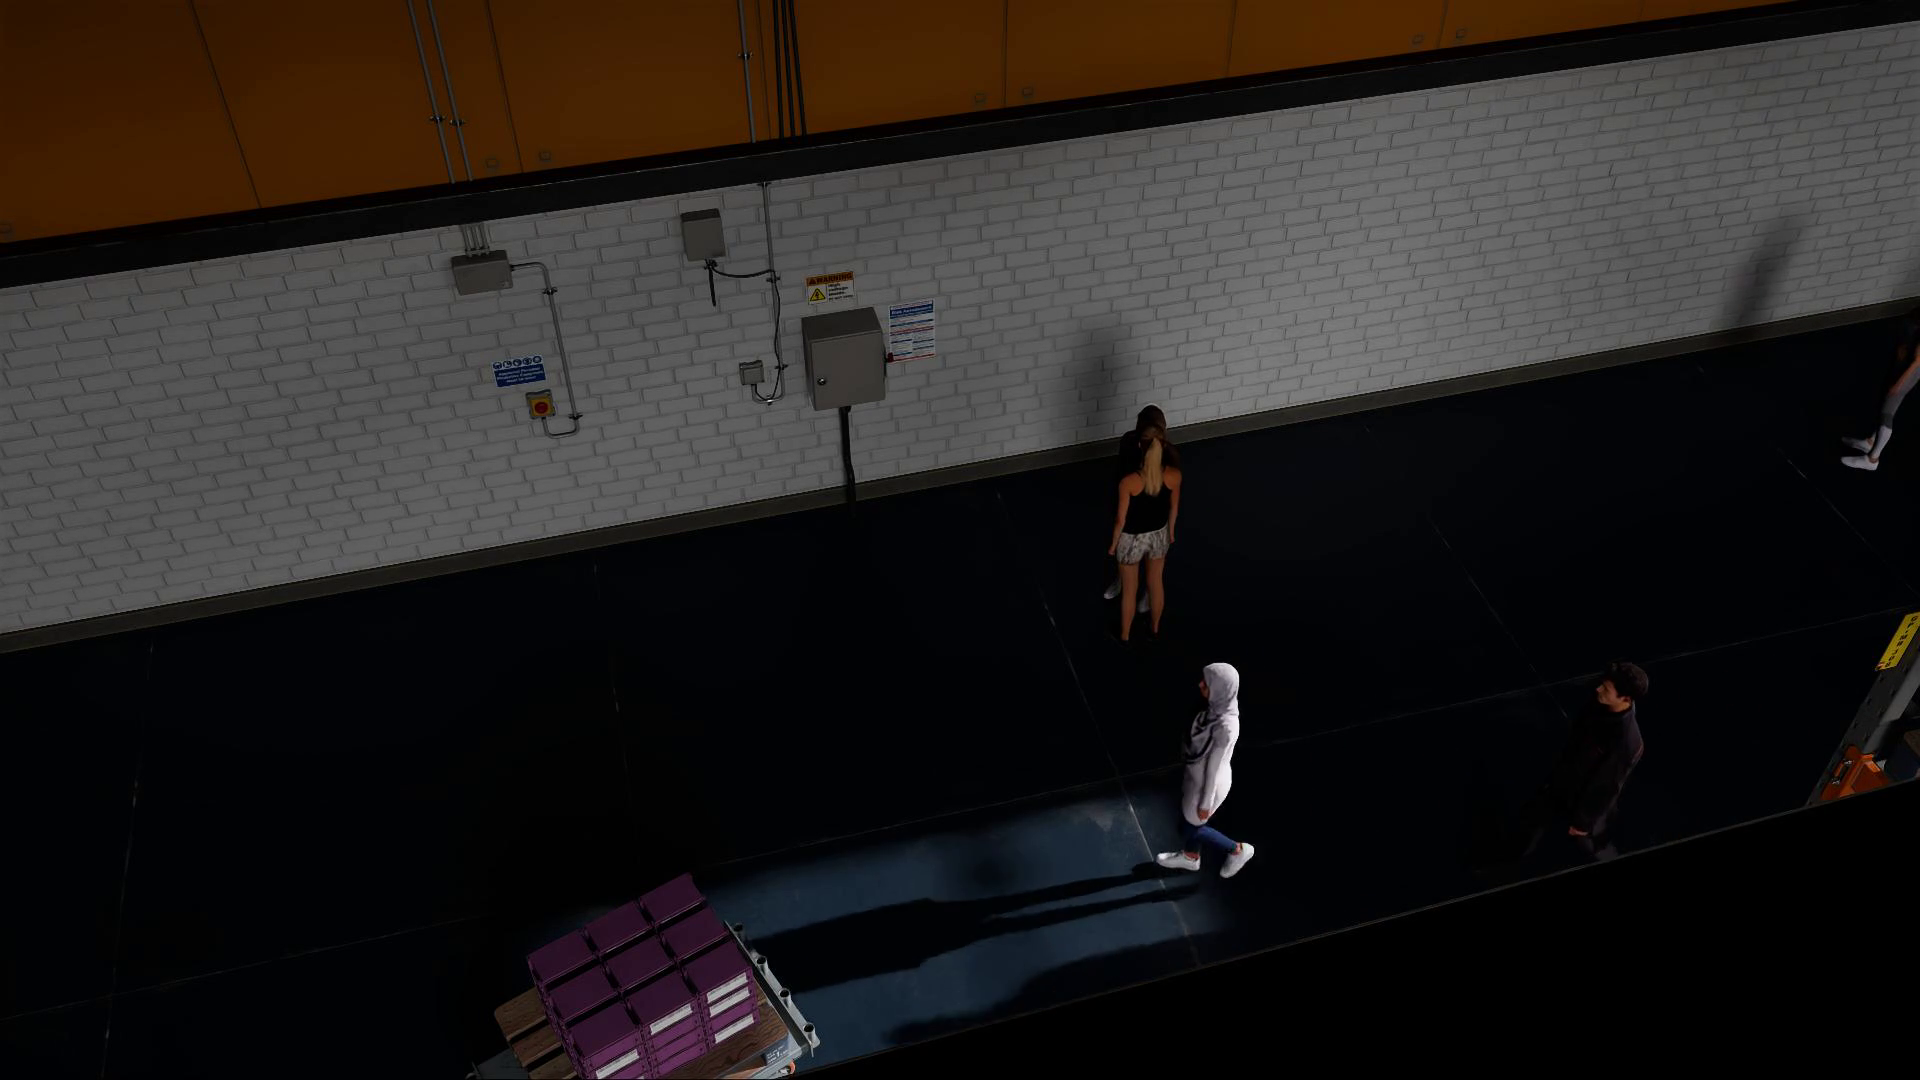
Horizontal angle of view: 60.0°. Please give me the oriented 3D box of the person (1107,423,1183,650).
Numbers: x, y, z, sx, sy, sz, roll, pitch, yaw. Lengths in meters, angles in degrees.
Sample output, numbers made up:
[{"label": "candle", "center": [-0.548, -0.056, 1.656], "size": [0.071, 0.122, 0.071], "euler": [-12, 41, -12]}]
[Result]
[{"label": "person", "center": [1.188, -0.024, 10.775], "size": [0.609, 1.845, 0.492], "euler": [-10, 45, -11]}]

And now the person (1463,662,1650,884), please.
[{"label": "person", "center": [3.568, 1.398, 9.241], "size": [1.037, 1.901, 1.243], "euler": [2, 44, 2]}]

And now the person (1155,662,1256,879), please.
[{"label": "person", "center": [1.470, 1.349, 9.392], "size": [0.813, 1.764, 0.814], "euler": [1, 44, 1]}]

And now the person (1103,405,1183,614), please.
[{"label": "person", "center": [1.230, -0.223, 11.087], "size": [0.656, 1.703, 0.726], "euler": [23, 48, 23]}]

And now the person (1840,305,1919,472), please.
[{"label": "person", "center": [6.896, -1.239, 12.154], "size": [0.709, 1.702, 0.632], "euler": [17, 46, 18]}]
